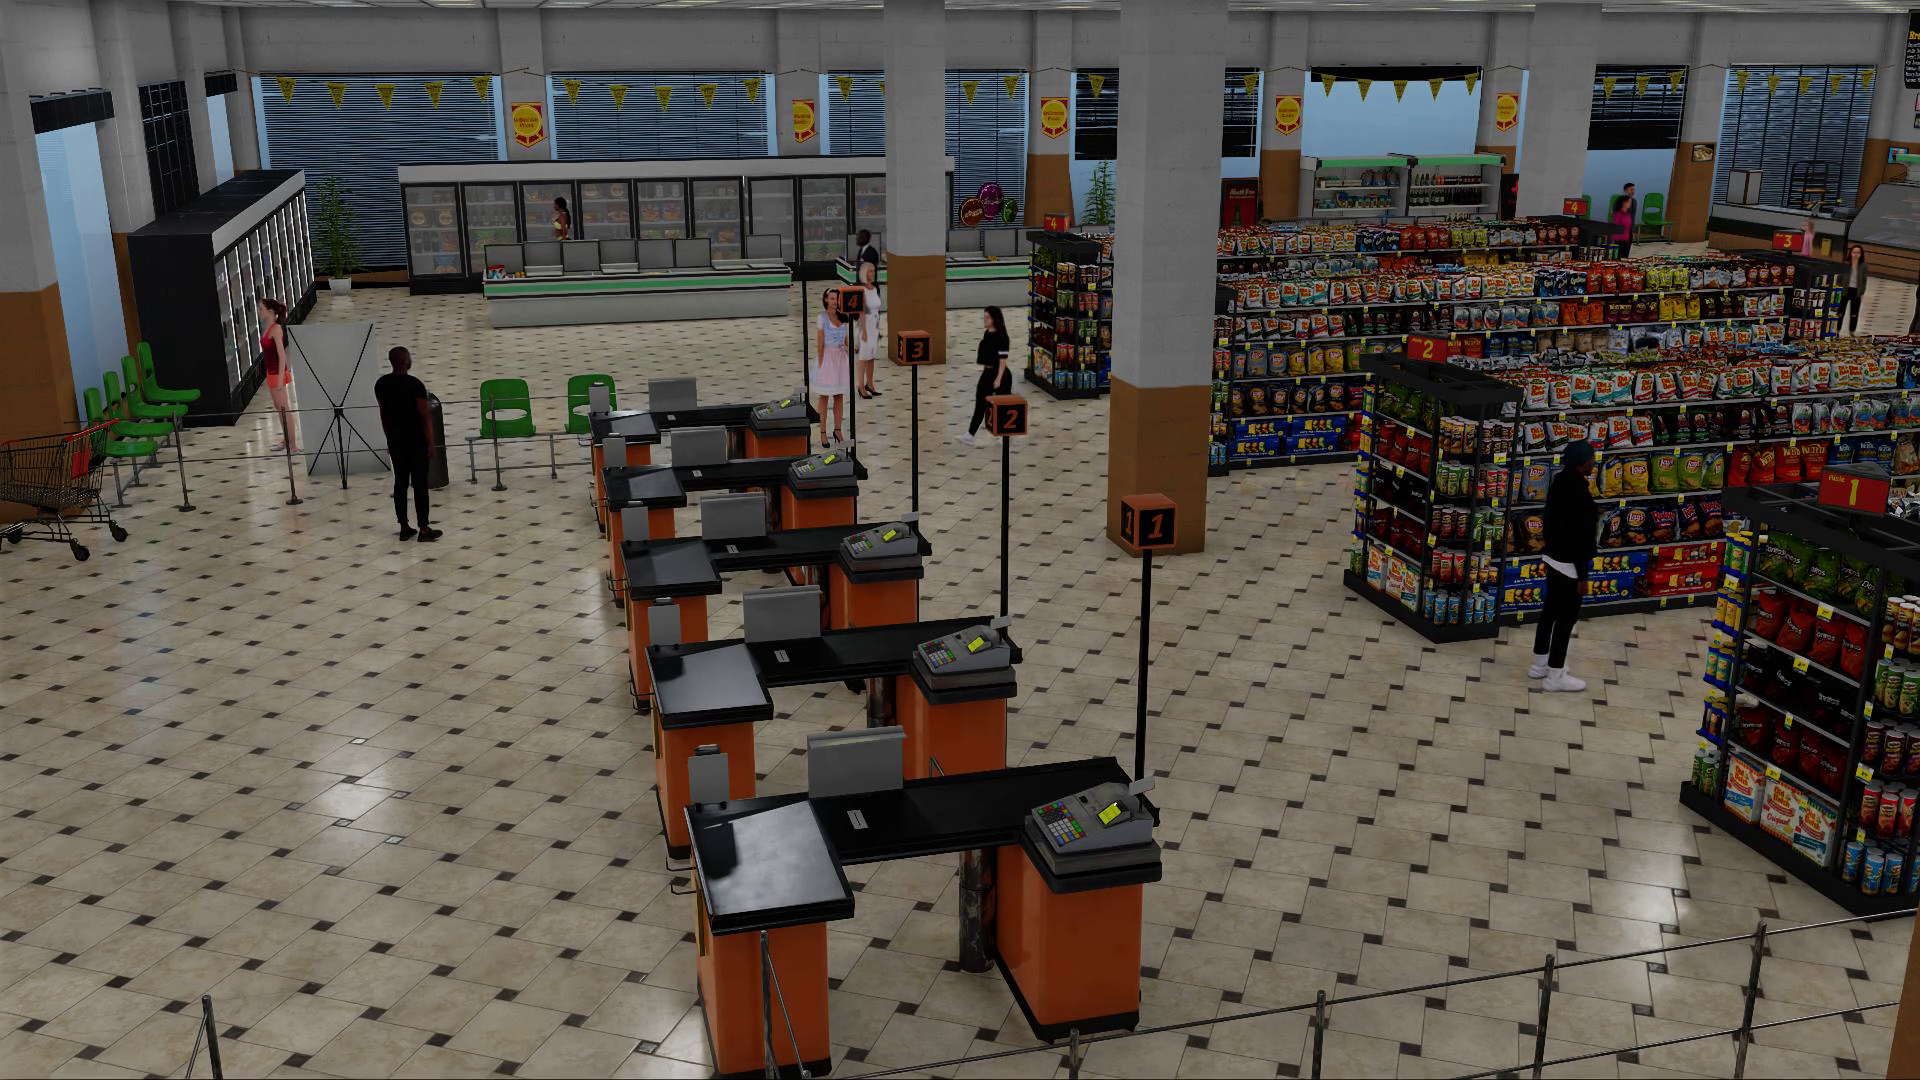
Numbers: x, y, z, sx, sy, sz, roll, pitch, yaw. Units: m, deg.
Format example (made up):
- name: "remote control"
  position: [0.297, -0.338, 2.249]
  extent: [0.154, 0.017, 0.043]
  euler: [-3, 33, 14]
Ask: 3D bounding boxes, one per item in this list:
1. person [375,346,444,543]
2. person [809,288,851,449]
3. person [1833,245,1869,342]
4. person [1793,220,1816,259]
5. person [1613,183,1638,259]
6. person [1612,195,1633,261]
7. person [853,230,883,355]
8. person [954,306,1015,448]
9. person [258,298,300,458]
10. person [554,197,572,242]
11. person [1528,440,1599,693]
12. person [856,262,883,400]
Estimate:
- name: "person"
  position: [-5.100, -0.888, 15.351]
  extent: [0.682, 1.820, 0.810]
  euler: [4, 17, 14]
- name: "person"
  position: [-1.448, -1.968, 18.912]
  extent: [0.773, 1.818, 0.860]
  euler: [-11, 20, -33]
- name: "person"
  position: [13.630, -3.775, 25.455]
  extent: [0.635, 1.473, 0.698]
  euler: [9, 19, 28]
- name: "person"
  position: [15.682, -5.294, 30.821]
  extent: [0.599, 1.262, 0.504]
  euler: [-4, 17, -13]
- name: "person"
  position: [12.570, -5.823, 31.511]
  extent: [0.597, 1.873, 0.782]
  euler: [-8, 19, -24]
- name: "person"
  position: [12.199, -5.547, 30.946]
  extent: [1.015, 1.675, 0.891]
  euler: [-12, 20, -33]
- name: "person"
  position: [-1.309, -3.655, 24.474]
  extent: [0.744, 1.814, 0.732]
  euler: [-6, 18, -18]
- name: "person"
  position: [0.476, -1.833, 18.832]
  extent: [1.123, 1.606, 0.865]
  euler: [-13, 21, -36]
- name: "person"
  position: [-7.624, -1.830, 18.571]
  extent: [0.628, 1.753, 0.624]
  euler: [-10, 20, -30]
- name: "person"
  position: [-7.109, -5.291, 29.967]
  extent: [0.540, 1.753, 0.590]
  euler: [-2, 17, -7]
- name: "person"
  position: [4.318, 0.169, 11.873]
  extent: [0.631, 1.818, 0.696]
  euler: [-2, 17, -6]
- name: "person"
  position: [-1.193, -2.717, 21.494]
  extent: [0.688, 1.752, 0.638]
  euler: [8, 19, 25]
